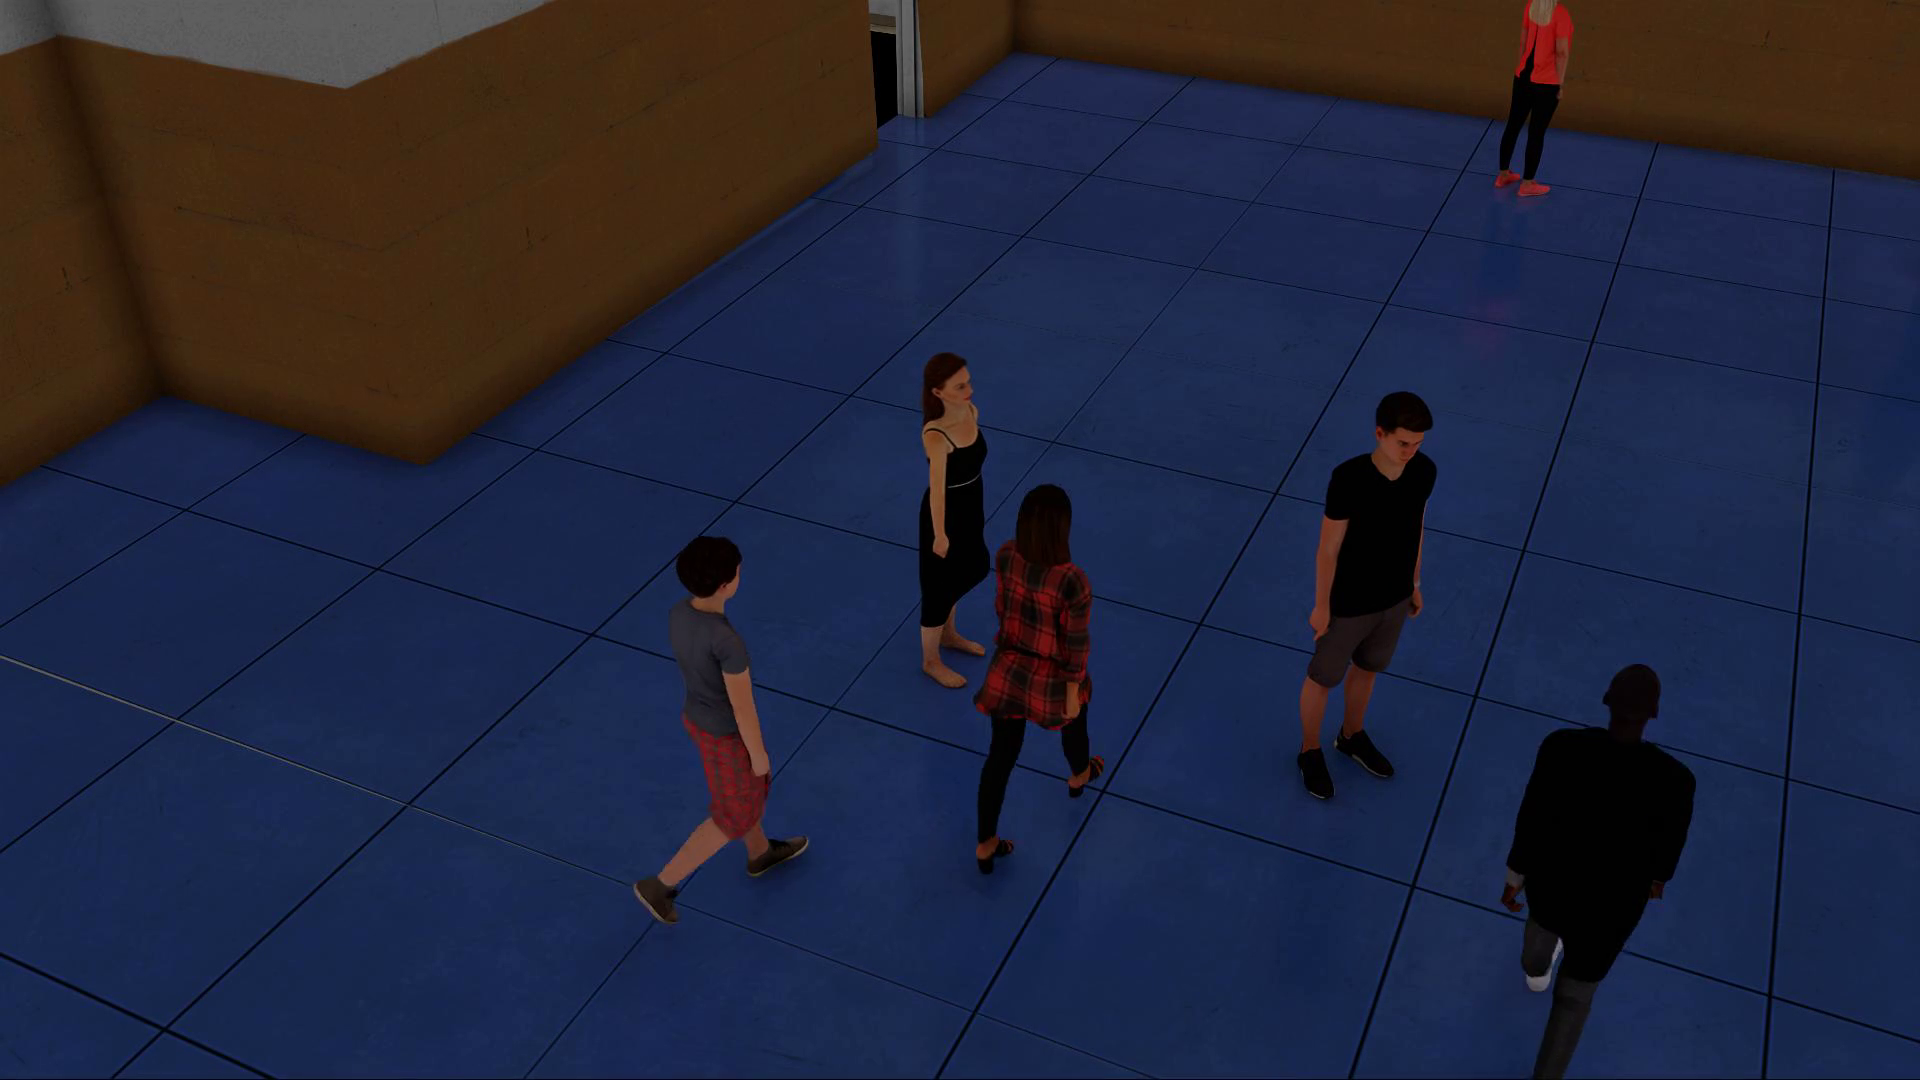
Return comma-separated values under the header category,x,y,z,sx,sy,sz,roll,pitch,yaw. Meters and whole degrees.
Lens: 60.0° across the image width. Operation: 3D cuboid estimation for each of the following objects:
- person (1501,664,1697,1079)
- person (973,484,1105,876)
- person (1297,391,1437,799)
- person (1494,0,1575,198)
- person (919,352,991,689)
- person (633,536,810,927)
category,x,y,z,sx,sy,sz,roll,pitch,yaw
person,2.012,1.207,5.428,1.096,1.718,0.802,19,38,26
person,0.247,0.574,6.432,1.060,1.660,0.824,22,40,30
person,1.659,0.200,6.816,0.769,1.858,0.815,-13,36,-19
person,4.306,-3.430,12.421,0.737,1.694,0.652,-16,37,-23
person,-0.047,-0.109,7.492,0.551,1.624,0.554,15,37,22
person,-0.938,0.746,6.187,0.979,1.633,1.041,-21,39,-29
